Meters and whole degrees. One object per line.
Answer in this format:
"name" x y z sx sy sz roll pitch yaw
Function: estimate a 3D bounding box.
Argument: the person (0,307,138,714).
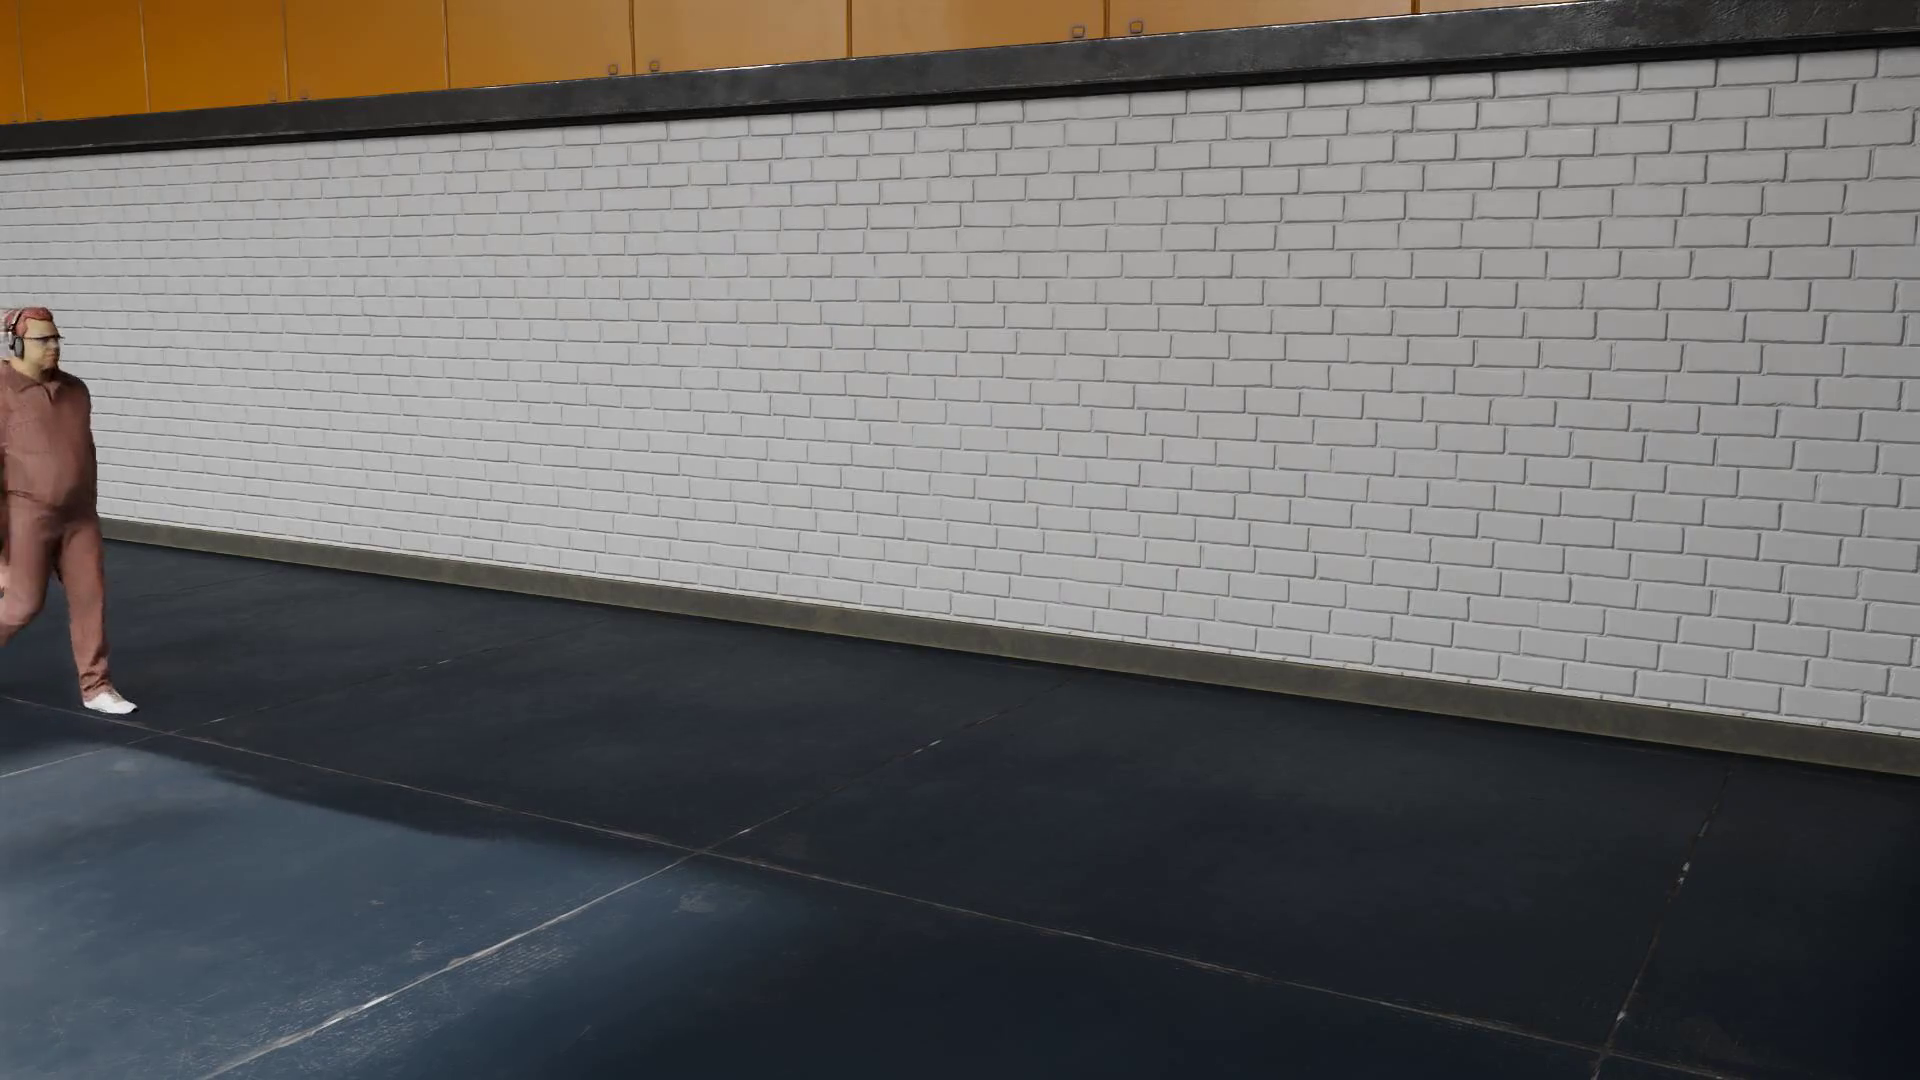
"person" -4.244 -0.120 7.593 0.792 1.884 0.653 3 10 20
